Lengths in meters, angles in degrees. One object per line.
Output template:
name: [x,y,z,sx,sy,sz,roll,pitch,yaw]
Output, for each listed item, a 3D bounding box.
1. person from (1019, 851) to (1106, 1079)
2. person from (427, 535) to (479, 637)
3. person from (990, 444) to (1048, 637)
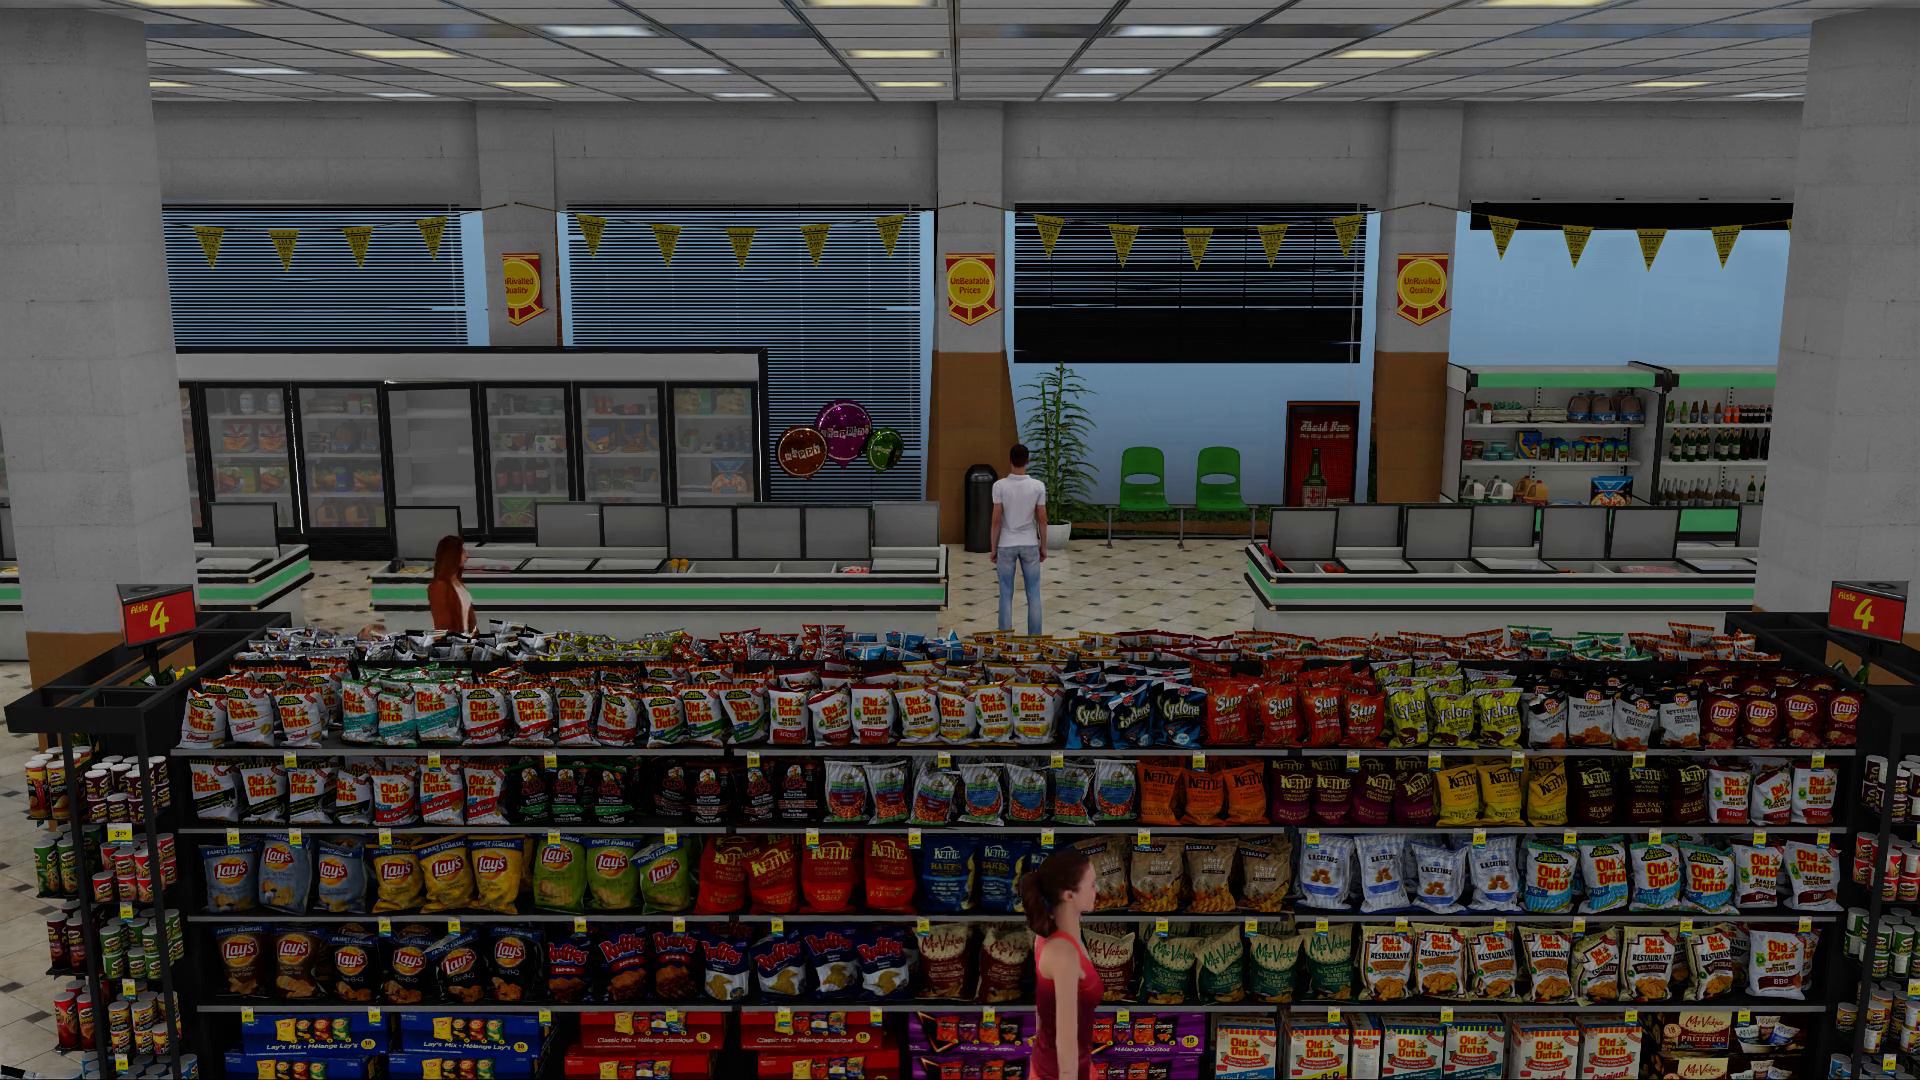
person: [0.290,1.968,6.028,1.056,1.734,0.623,-1,12,-6]
person: [-3.624,0.825,11.546,1.018,1.696,0.627,0,12,2]
person: [0.517,0.066,14.775,0.506,1.851,0.740,-1,12,-6]
